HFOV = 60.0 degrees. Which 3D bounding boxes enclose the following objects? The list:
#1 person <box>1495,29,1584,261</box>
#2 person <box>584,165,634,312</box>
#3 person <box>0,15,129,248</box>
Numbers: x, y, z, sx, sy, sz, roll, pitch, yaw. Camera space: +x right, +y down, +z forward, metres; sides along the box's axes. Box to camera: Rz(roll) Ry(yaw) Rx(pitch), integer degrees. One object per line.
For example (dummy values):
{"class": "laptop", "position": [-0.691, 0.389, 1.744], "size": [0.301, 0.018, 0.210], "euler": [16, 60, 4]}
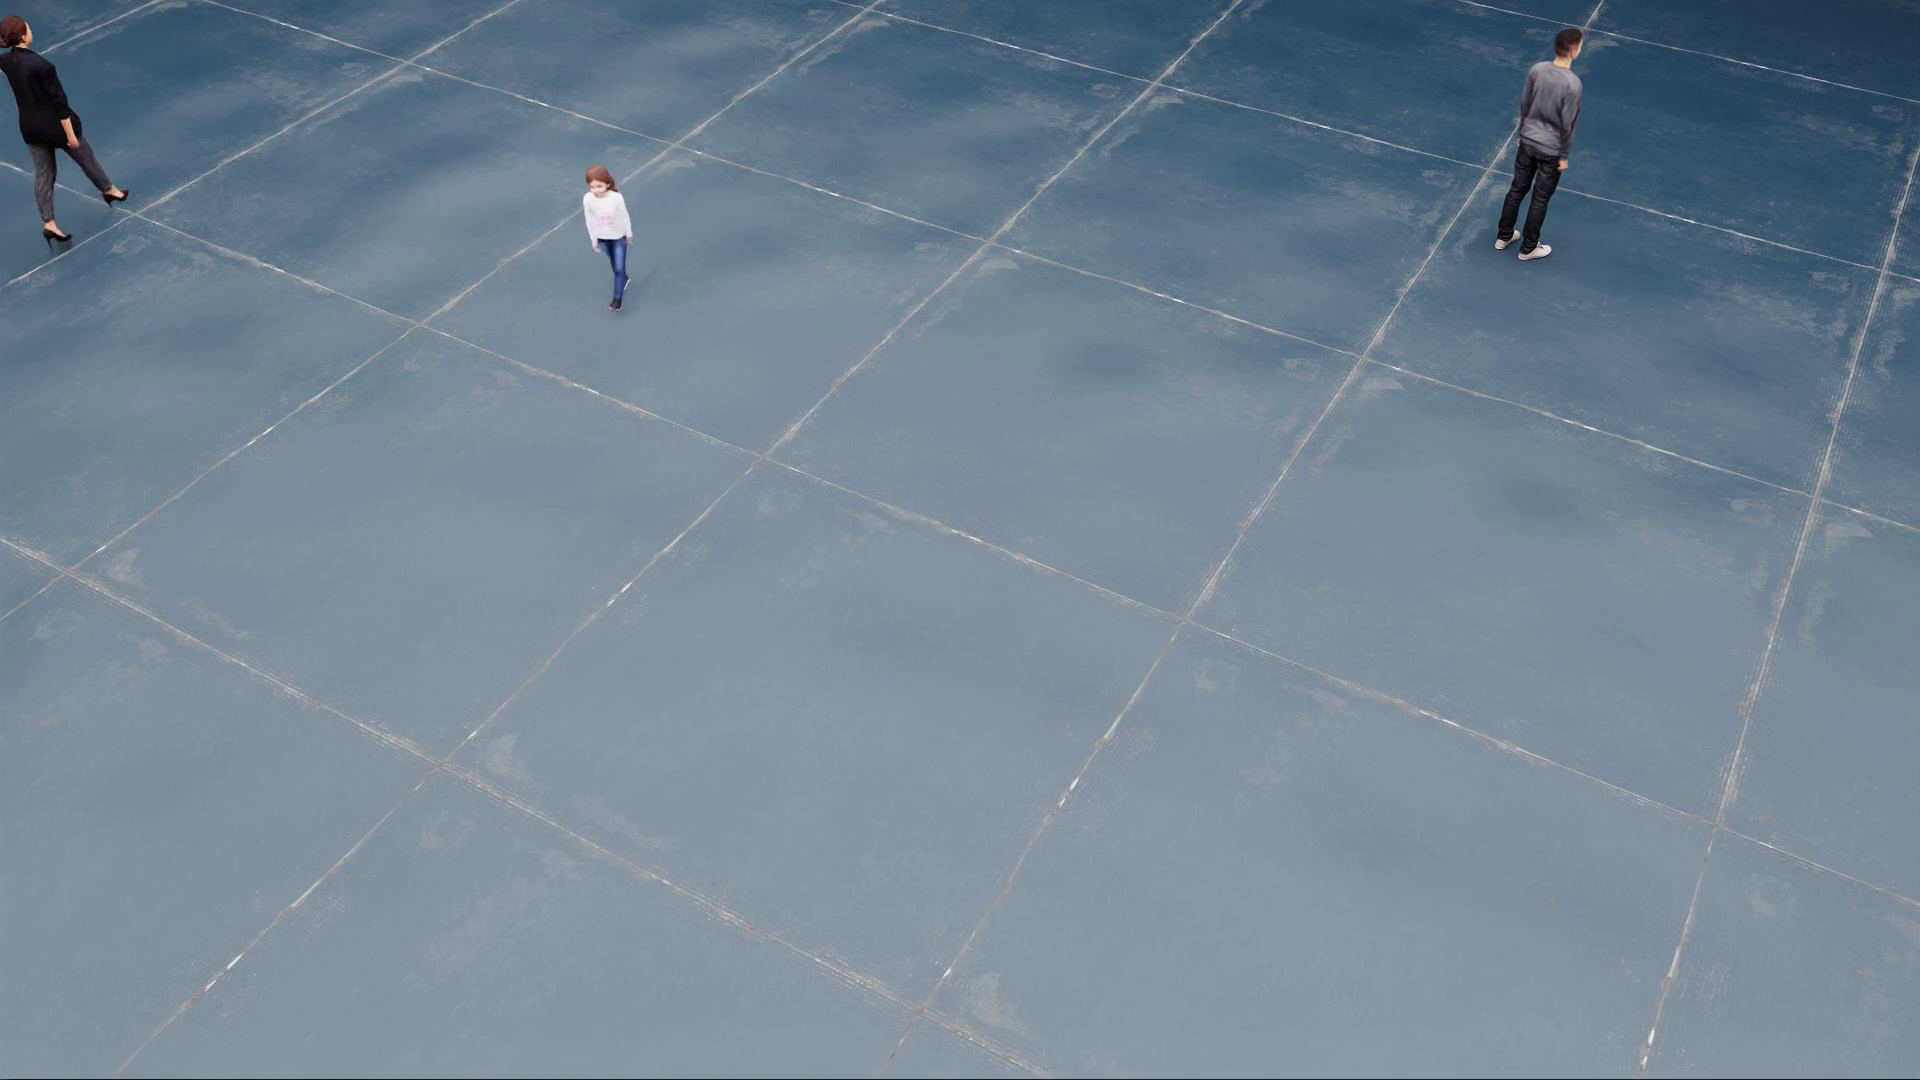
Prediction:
{"class": "person", "position": [4.234, -2.868, 12.074], "size": [0.671, 1.761, 0.691], "euler": [-27, 49, -27]}
{"class": "person", "position": [-2.479, -2.219, 11.866], "size": [0.609, 1.081, 0.803], "euler": [5, 42, 5]}
{"class": "person", "position": [-6.768, -2.964, 12.254], "size": [0.820, 1.662, 1.163], "euler": [12, 44, 13]}
